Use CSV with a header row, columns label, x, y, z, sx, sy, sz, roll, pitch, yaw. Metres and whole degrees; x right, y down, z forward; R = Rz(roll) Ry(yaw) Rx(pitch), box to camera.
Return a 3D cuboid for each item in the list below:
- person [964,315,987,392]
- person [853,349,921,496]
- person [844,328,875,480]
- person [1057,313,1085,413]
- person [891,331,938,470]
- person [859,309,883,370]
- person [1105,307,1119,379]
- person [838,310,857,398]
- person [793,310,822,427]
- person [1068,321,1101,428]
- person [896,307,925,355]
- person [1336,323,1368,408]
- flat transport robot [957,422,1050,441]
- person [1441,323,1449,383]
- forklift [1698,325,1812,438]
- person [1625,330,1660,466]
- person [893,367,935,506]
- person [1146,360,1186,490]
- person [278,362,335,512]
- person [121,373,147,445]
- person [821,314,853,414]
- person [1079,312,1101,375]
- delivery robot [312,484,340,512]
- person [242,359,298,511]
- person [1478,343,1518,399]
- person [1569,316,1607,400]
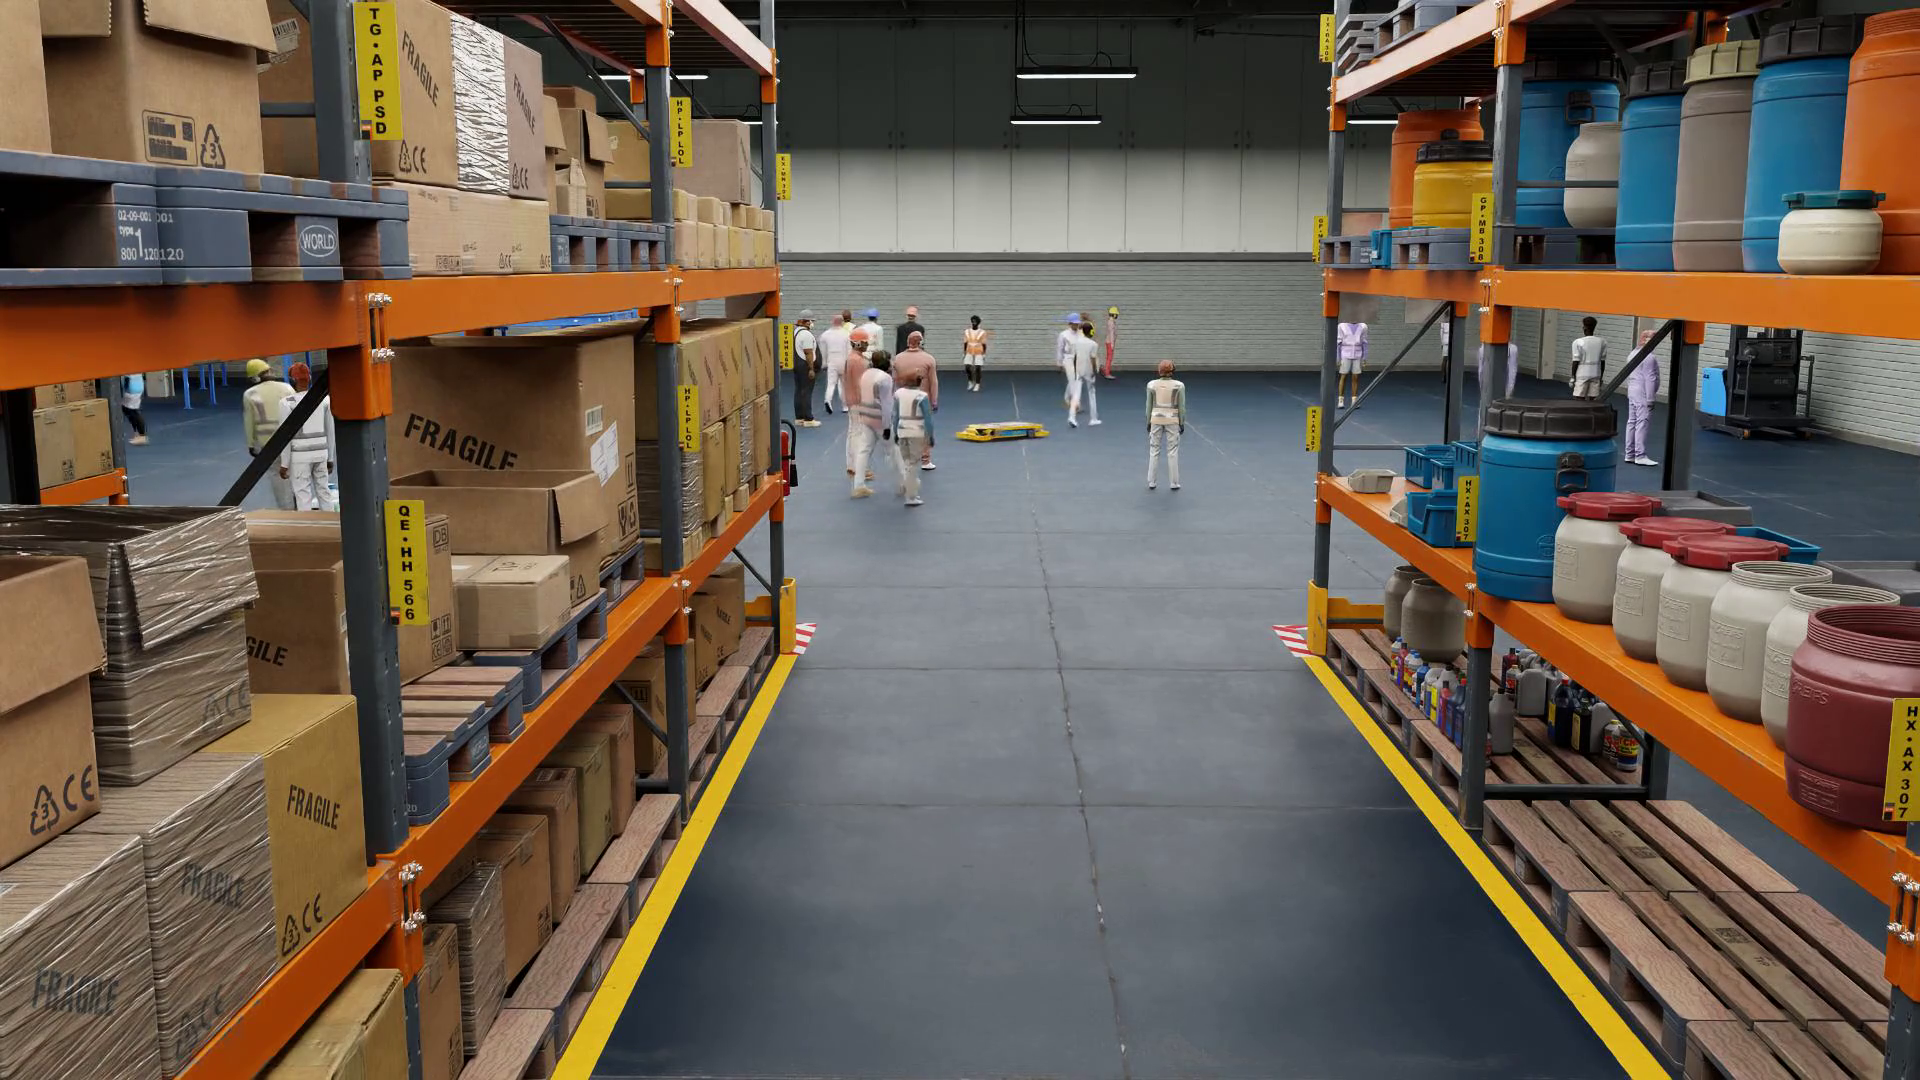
label,x,y,z,sx,sy,sz,roll,pitch,yaw
person,0.318,-4.108,36.691,0.552,1.682,0.436,3,10,18
person,-0.934,-1.439,20.401,0.944,1.789,0.650,-7,12,-37
person,-1.346,-1.810,22.024,0.382,1.993,0.622,-3,10,-15
person,2.162,-3.419,31.982,0.602,1.898,1.033,-5,11,-26
person,-0.608,-1.918,22.934,0.651,1.907,0.409,2,10,14
person,-1.853,-3.836,34.511,0.619,1.890,1.006,4,10,24
person,3.741,-4.837,40.869,0.342,1.756,0.518,0,9,1
person,-2.389,-3.939,35.230,0.625,1.847,0.429,5,11,27
person,-2.679,-3.001,29.150,0.536,2.000,0.676,-5,11,-27
person,2.146,-2.889,28.984,0.528,1.835,0.937,6,11,31
person,-1.029,-3.774,33.945,0.639,1.954,0.992,2,10,9
person,7.679,-3.598,32.590,0.611,2.042,0.395,0,9,1
flat transport robot,0.710,-1.789,27.177,1.431,0.197,0.652,-7,12,-35
person,11.660,-4.693,39.460,0.364,1.939,0.542,-7,12,-36
forklift,13.248,-3.165,27.620,1.129,2.768,1.873,0,9,1
person,9.680,-2.016,23.540,0.407,1.902,0.638,0,9,-3
person,-0.492,-1.225,19.616,0.535,1.622,0.530,8,13,41
person,2.591,-1.458,21.013,0.514,1.631,0.318,4,10,20
person,-6.355,-0.783,16.195,0.356,1.887,0.572,7,12,35
person,-13.013,-2.334,26.084,0.450,1.681,0.561,-3,10,-15
person,-2.324,-3.338,31.538,0.651,1.881,0.857,2,10,13
person,3.187,-4.894,41.617,0.632,1.613,0.522,5,11,29
delivery robot,-6.598,-0.347,17.410,0.477,0.478,0.707,-1,10,-5
person,-7.659,-1.128,18.577,0.647,1.786,0.483,-8,12,-40
person,8.437,-2.431,26.101,0.649,1.916,0.866,8,12,40
person,10.369,-2.710,27.498,0.606,1.966,0.367,-2,10,-10
